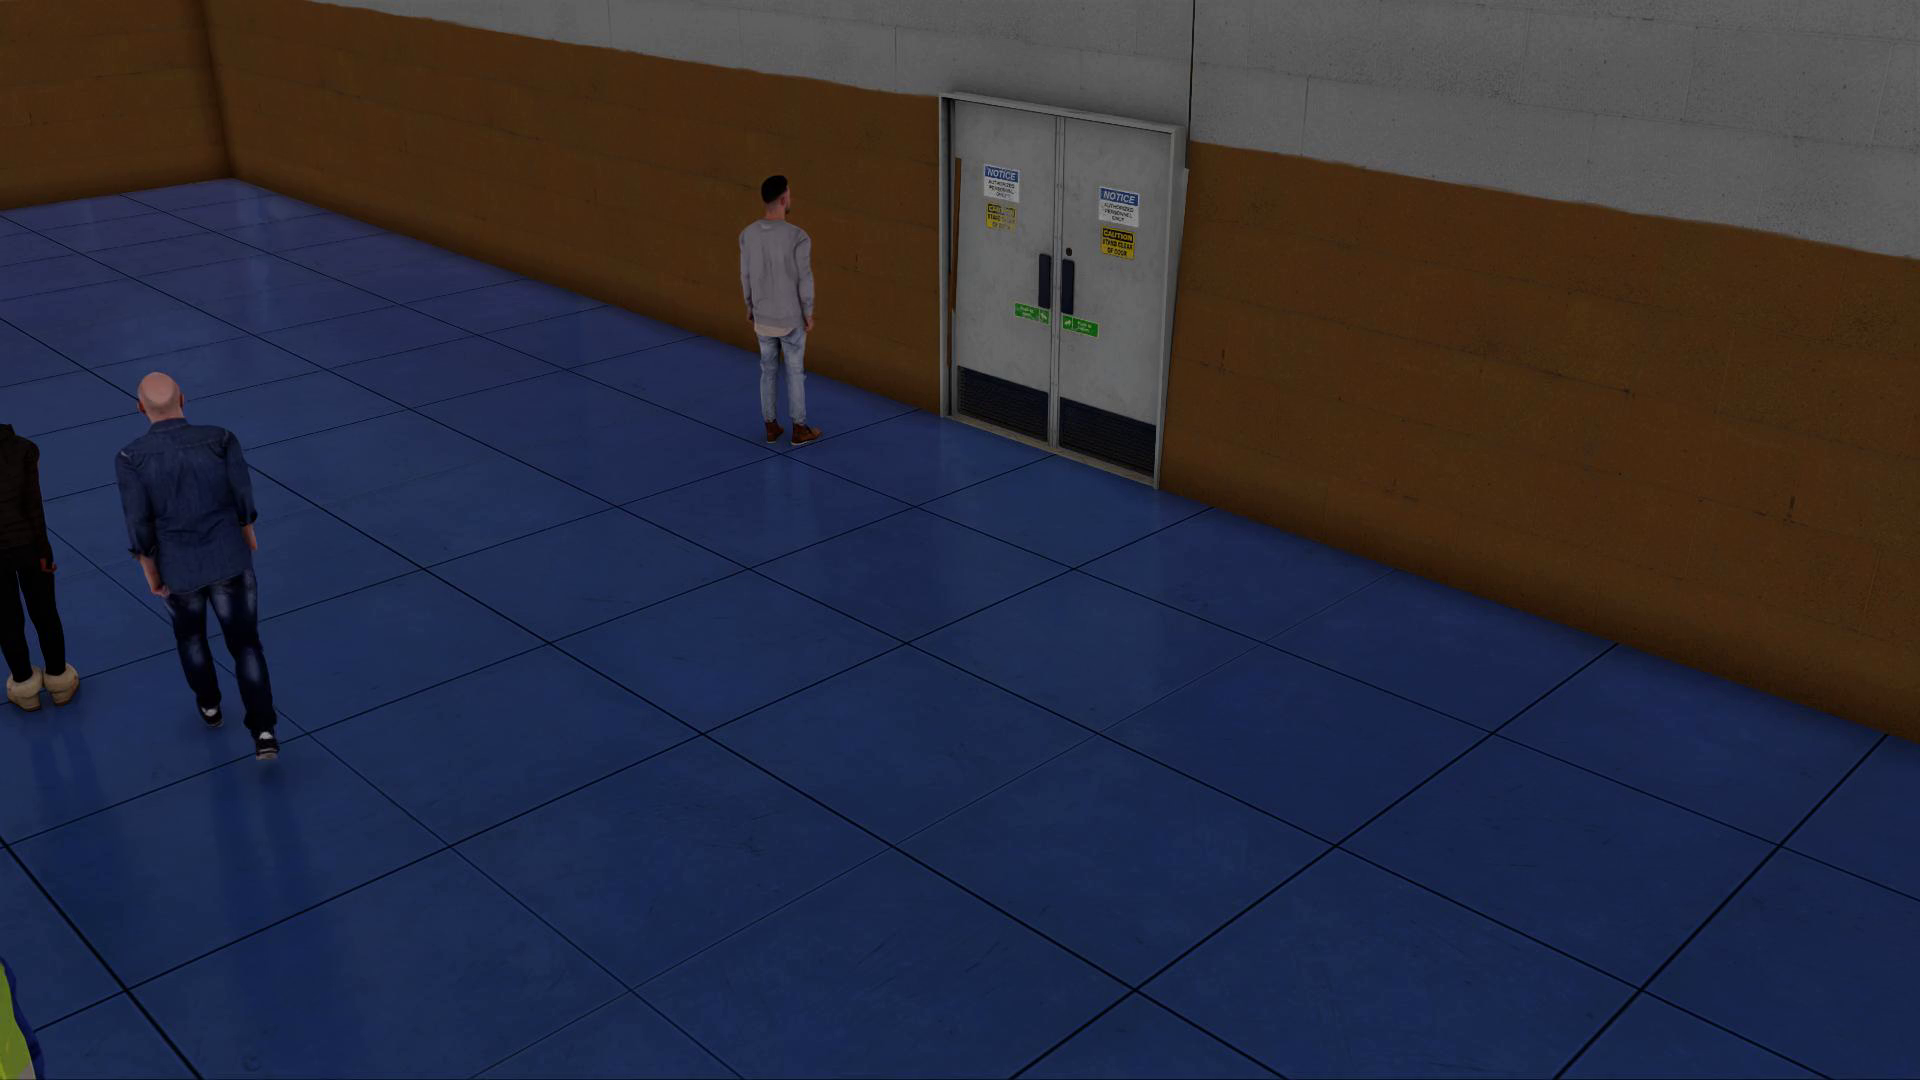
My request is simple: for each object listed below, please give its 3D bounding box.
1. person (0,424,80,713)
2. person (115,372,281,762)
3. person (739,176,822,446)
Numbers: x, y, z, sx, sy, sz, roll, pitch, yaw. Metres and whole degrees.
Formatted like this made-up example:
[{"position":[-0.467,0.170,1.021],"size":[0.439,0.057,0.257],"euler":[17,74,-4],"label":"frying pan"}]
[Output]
[{"position":[-4.469,0.053,7.834],"size":[0.667,1.661,0.599],"euler":[9,25,19],"label":"person"},{"position":[-3.347,0.166,7.414],"size":[1.194,1.791,1.017],"euler":[-11,26,-24],"label":"person"},{"position":[-1.219,-1.546,11.270],"size":[0.757,1.836,0.726],"euler":[8,25,19],"label":"person"}]
